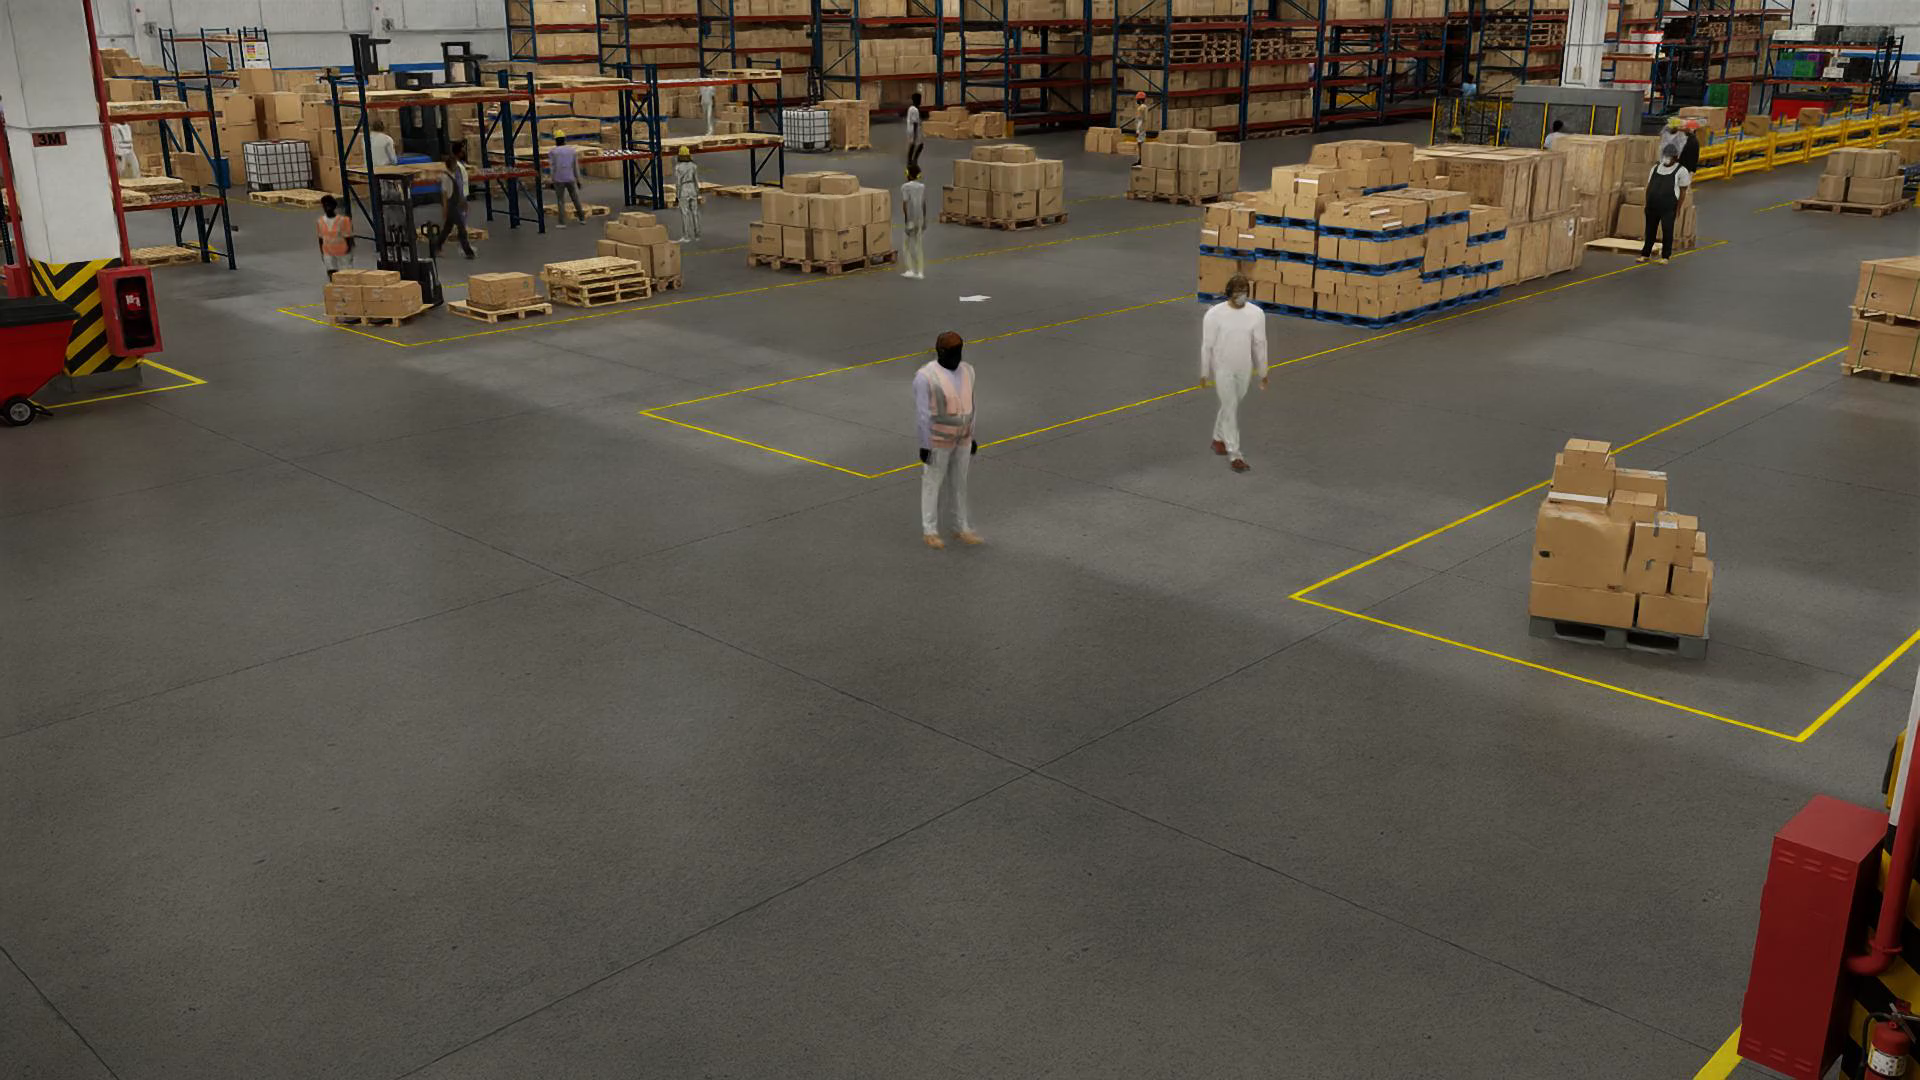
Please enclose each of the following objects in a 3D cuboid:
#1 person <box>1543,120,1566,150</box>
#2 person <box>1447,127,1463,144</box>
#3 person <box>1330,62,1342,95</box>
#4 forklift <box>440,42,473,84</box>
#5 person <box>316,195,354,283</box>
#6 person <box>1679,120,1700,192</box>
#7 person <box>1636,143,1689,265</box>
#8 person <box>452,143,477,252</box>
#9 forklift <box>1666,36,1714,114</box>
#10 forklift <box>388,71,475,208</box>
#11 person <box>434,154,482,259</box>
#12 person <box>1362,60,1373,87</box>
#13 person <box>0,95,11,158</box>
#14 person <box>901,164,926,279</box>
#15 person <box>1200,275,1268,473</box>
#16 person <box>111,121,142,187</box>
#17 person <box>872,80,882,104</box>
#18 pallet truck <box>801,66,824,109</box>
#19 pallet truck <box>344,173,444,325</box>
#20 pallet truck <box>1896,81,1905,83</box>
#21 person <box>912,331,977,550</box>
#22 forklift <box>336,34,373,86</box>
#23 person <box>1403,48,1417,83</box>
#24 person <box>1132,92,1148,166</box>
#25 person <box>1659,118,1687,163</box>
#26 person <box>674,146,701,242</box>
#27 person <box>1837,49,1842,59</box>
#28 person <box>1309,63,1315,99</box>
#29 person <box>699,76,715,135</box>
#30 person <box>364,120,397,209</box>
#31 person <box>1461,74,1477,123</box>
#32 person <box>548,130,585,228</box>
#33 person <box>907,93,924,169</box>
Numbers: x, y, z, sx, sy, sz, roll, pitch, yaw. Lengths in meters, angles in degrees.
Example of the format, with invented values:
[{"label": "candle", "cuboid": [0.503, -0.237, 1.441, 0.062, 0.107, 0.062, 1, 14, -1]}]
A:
[{"label": "person", "cuboid": [13.640, -8.776, 38.158, 0.596, 1.644, 0.884, -5, 19, -14]}, {"label": "person", "cuboid": [10.341, -7.818, 35.107, 0.468, 1.755, 0.525, -6, 19, -17]}, {"label": "person", "cuboid": [16.396, -20.272, 72.401, 0.869, 1.882, 0.592, -8, 20, -23]}, {"label": "forklift", "cuboid": [-16.800, -15.261, 55.760, 1.873, 2.768, 1.129, 16, 24, 41]}, {"label": "person", "cuboid": [-9.115, -4.225, 24.373, 0.539, 1.681, 0.547, 1, 18, 3]}, {"label": "person", "cuboid": [14.779, -7.520, 33.823, 0.382, 1.995, 0.612, 6, 19, 17]}, {"label": "person", "cuboid": [11.948, -5.710, 28.299, 0.536, 2.000, 0.676, -17, 25, -41]}, {"label": "person", "cuboid": [-8.909, -6.107, 29.684, 0.392, 1.920, 0.587, -5, 19, -15]}, {"label": "forklift", "cuboid": [27.341, -17.291, 61.877, 1.129, 2.768, 1.873, 17, 25, 41]}, {"label": "forklift", "cuboid": [-11.726, -8.698, 35.987, 1.129, 2.768, 1.873, 12, 22, 32]}, {"label": "person", "cuboid": [-8.877, -5.789, 28.927, 0.891, 1.804, 0.500, -2, 18, -5]}, {"label": "person", "cuboid": [18.578, -21.337, 76.019, 0.517, 1.621, 0.541, 15, 24, 39]}, {"label": "person", "cuboid": [-26.456, -11.525, 46.016, 0.717, 1.919, 0.549, 11, 21, 30]}, {"label": "person", "cuboid": [-0.717, -5.144, 26.915, 0.536, 1.828, 0.542, -12, 22, -32]}, {"label": "person", "cuboid": [2.698, -1.672, 16.380, 0.648, 1.890, 1.014, -5, 19, -15]}, {"label": "person", "cuboid": [-19.424, -9.024, 38.600, 0.966, 1.846, 0.591, 5, 19, 15]}, {"label": "person", "cuboid": [-3.242, -17.458, 64.373, 0.536, 1.593, 0.835, 16, 24, 39]}, {"label": "pallet truck", "cuboid": [-4.812, -15.182, 56.903, 0.823, 1.965, 1.885, -9, 21, -26]}, {"label": "pallet truck", "cuboid": [-8.209, -4.181, 23.757, 0.823, 1.965, 1.885, 3, 19, 9]}, {"label": "pallet truck", "cuboid": [34.802, -16.331, 61.455, 0.653, 1.274, 1.630, 17, 25, 41]}, {"label": "person", "cuboid": [-0.102, -0.840, 13.940, 0.631, 1.841, 0.429, -14, 23, -36]}, {"label": "forklift", "cuboid": [-23.355, -18.333, 65.015, 1.129, 2.768, 1.873, 17, 25, 41]}, {"label": "person", "cuboid": [21.366, -22.416, 78.997, 0.584, 1.812, 0.614, -15, 24, -39]}, {"label": "person", "cuboid": [4.757, -10.836, 43.904, 0.359, 1.938, 0.545, 7, 20, 20]}, {"label": "person", "cuboid": [15.685, -8.410, 36.815, 0.859, 1.786, 0.608, -17, 25, -42]}, {"label": "person", "cuboid": [-5.082, -6.422, 30.908, 0.488, 1.743, 0.321, -14, 23, -37]}, {"label": "person", "cuboid": [41.235, -22.264, 78.272, 0.415, 1.984, 0.615, 13, 22, 34]}, {"label": "person", "cuboid": [14.594, -18.999, 68.565, 0.644, 1.904, 0.967, 2, 18, 5]}, {"label": "person", "cuboid": [-8.114, -13.980, 53.526, 0.521, 1.854, 0.651, 4, 19, 11]}, {"label": "person", "cuboid": [-12.236, -7.889, 35.100, 0.640, 1.906, 0.969, 3, 19, 10]}, {"label": "person", "cuboid": [17.795, -15.458, 58.229, 0.536, 1.678, 0.630, 4, 19, 13]}, {"label": "person", "cuboid": [-7.782, -7.130, 32.826, 0.705, 1.891, 0.510, -15, 24, -38]}, {"label": "person", "cuboid": [-1.167, -10.595, 43.166, 0.470, 1.949, 0.631, -6, 19, -18]}]
